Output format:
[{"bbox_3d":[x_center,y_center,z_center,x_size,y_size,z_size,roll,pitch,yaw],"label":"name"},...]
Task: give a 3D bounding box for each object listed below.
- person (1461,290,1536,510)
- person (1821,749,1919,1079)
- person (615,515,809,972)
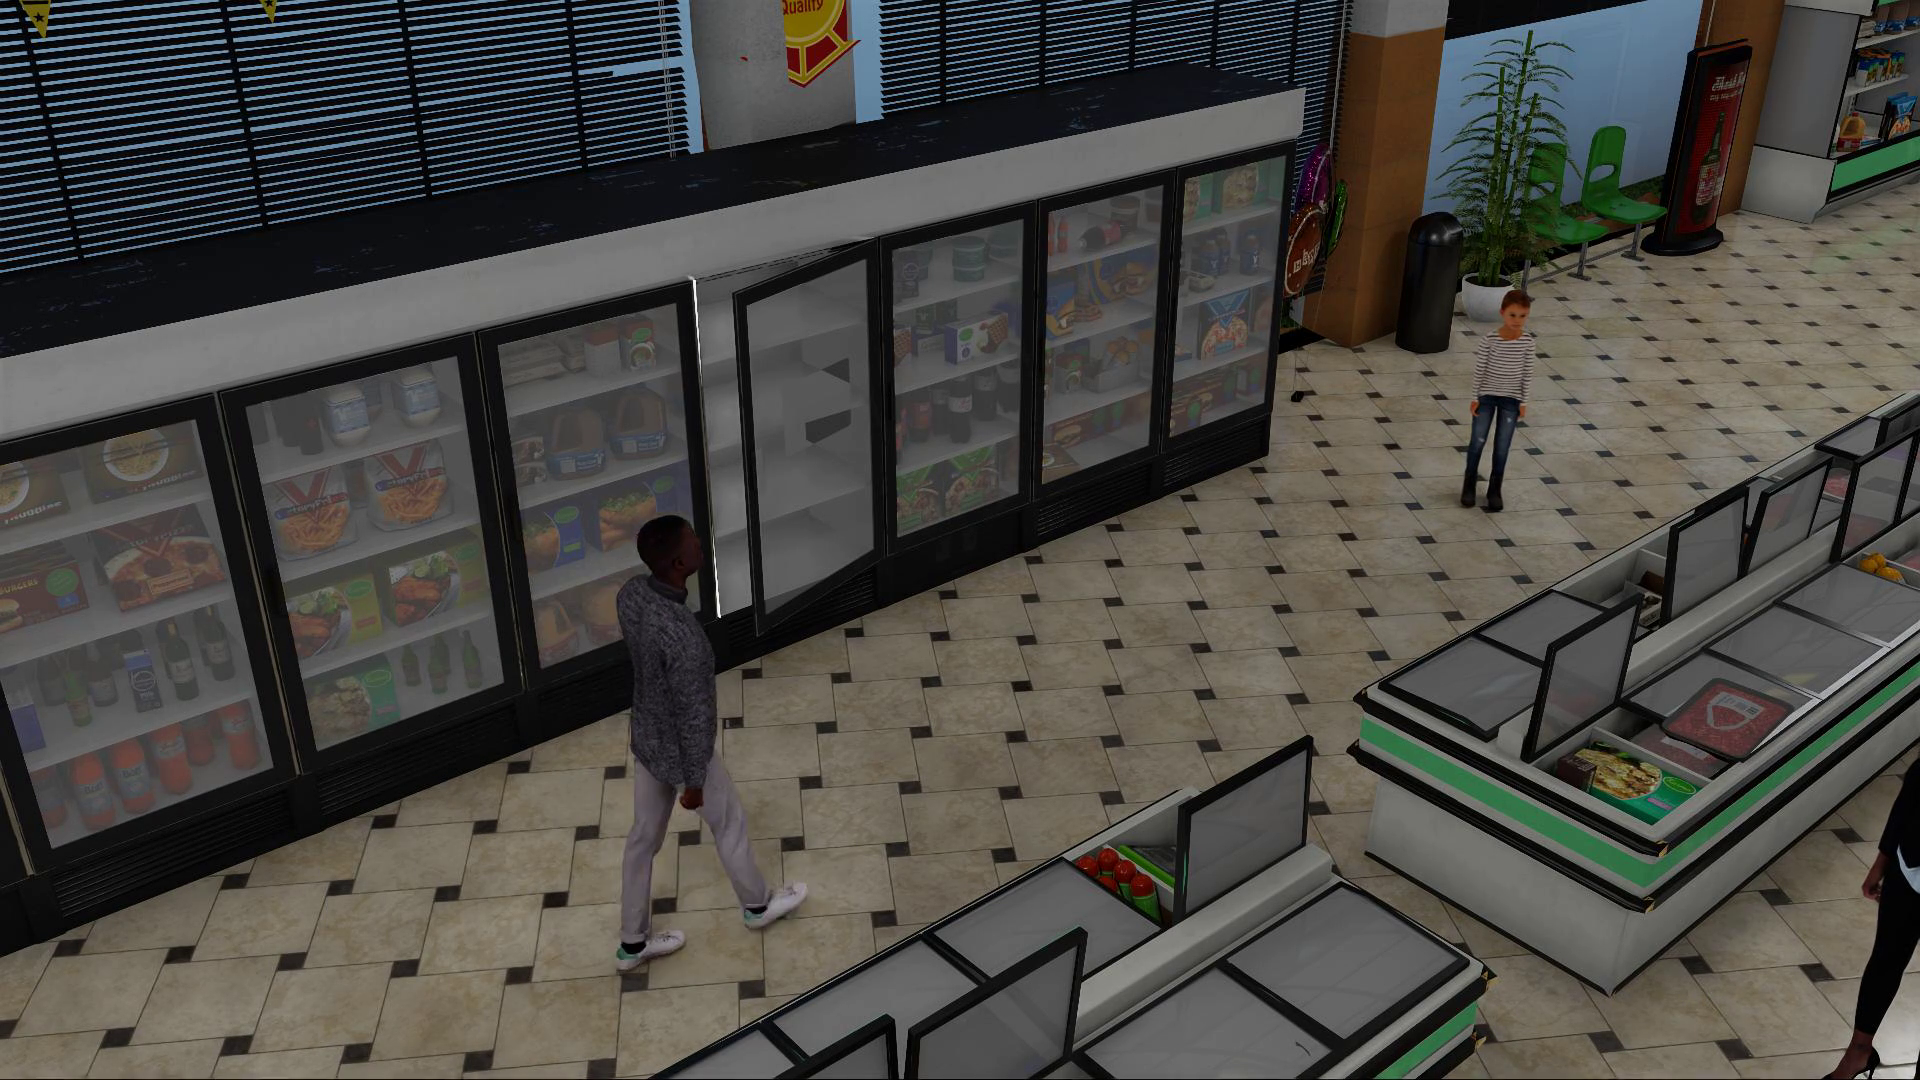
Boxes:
[{"bbox_3d":[3.116,-0.818,9.628,0.561,1.313,0.614,5,27,10],"label":"person"},{"bbox_3d":[3.095,1.119,5.233,0.611,1.834,0.648,-11,29,-21],"label":"person"},{"bbox_3d":[-1.106,0.779,5.932,0.992,1.809,0.705,-21,34,-36],"label":"person"}]
